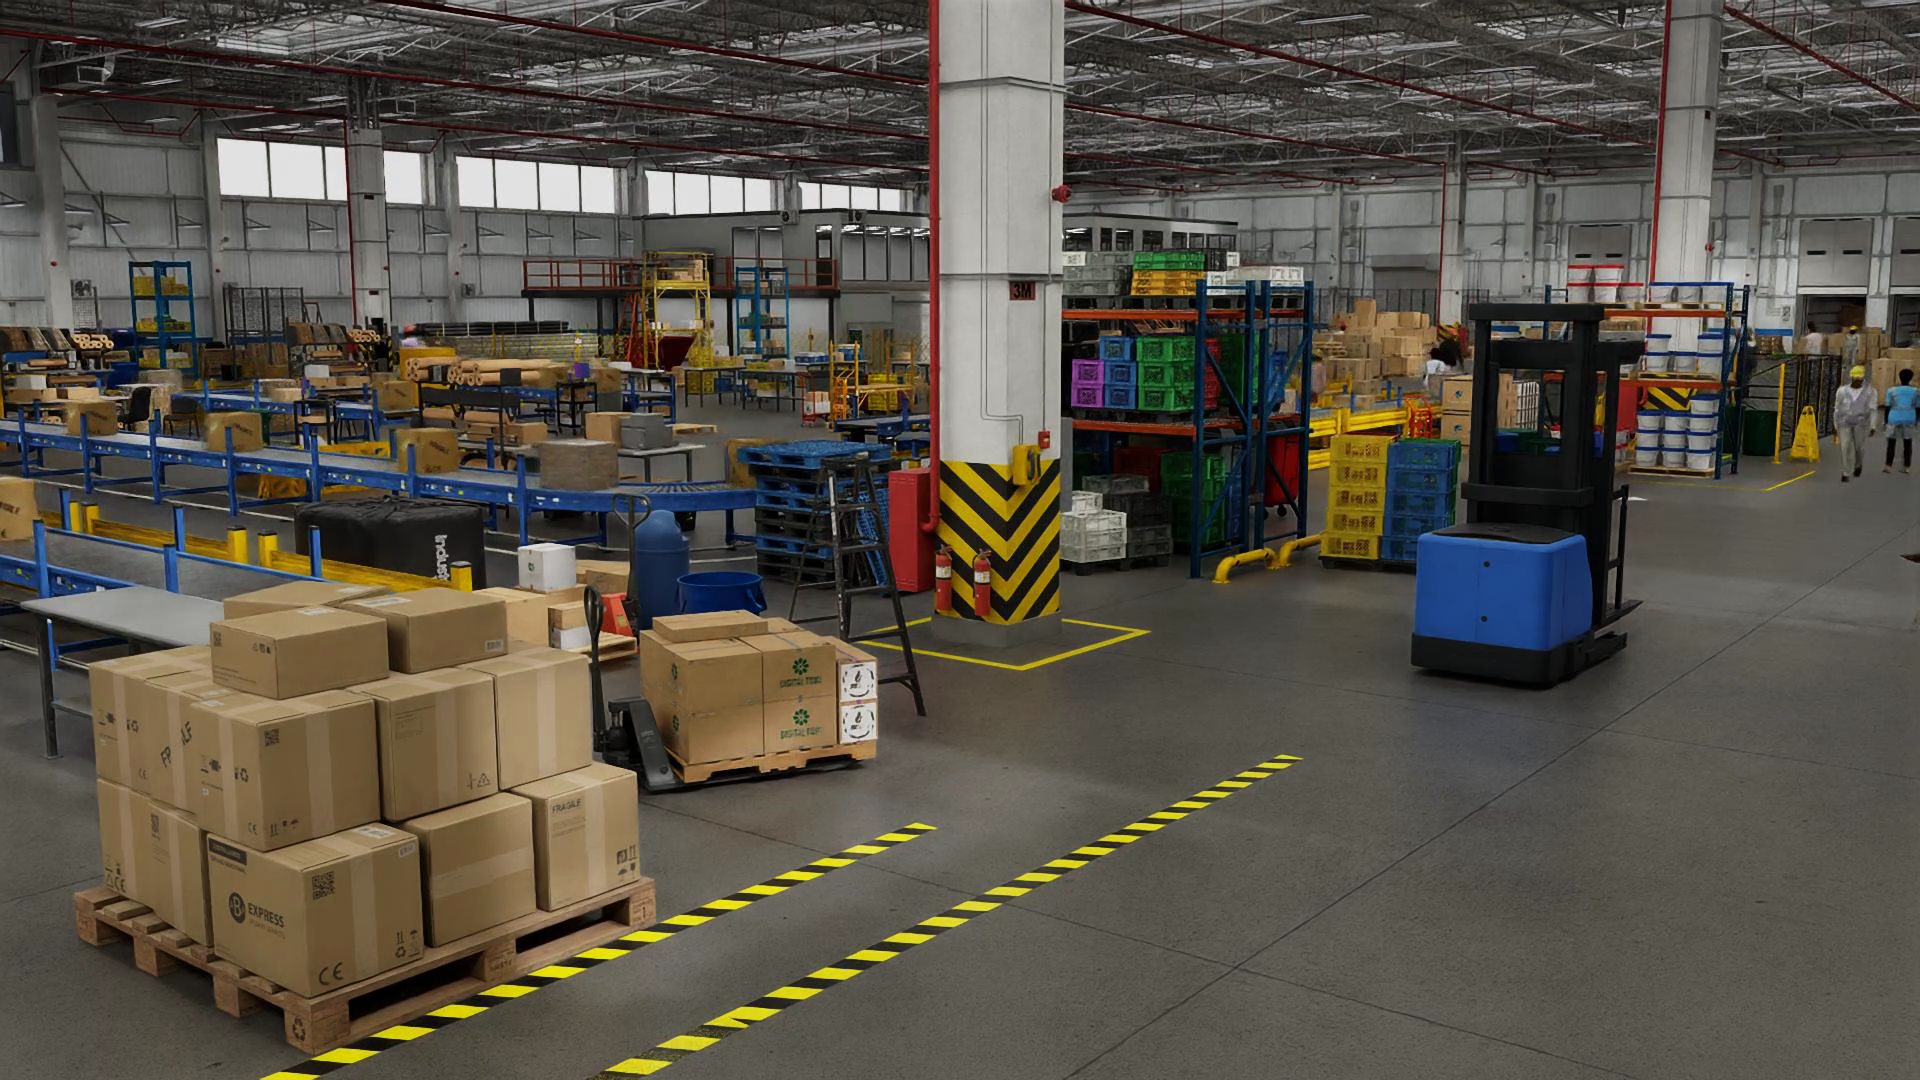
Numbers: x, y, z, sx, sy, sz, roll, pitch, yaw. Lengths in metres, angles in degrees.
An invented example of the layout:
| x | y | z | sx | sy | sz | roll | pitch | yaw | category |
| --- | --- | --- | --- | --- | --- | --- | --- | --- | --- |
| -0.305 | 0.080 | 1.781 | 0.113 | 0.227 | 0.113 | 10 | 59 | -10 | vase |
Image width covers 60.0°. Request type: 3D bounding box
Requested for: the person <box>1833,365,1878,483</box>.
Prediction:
| x | y | z | sx | sy | sz | roll | pitch | yaw | category |
| --- | --- | --- | --- | --- | --- | --- | --- | --- | --- |
| 13.761 | -1.795 | 25.593 | 0.596 | 1.813 | 0.598 | 5 | 10 | 31 | person |

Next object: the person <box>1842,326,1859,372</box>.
| x | y | z | sx | sy | sz | roll | pitch | yaw | category |
| --- | --- | --- | --- | --- | --- | --- | --- | --- | --- |
| 32.610 | -6.985 | 60.877 | 0.739 | 1.704 | 0.507 | -8 | 12 | -44 | person |

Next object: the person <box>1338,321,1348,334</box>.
| x | y | z | sx | sy | sz | roll | pitch | yaw | category |
| --- | --- | --- | --- | --- | --- | --- | --- | --- | --- |
| 13.712 | -6.940 | 59.956 | 0.948 | 1.905 | 0.549 | 2 | 9 | 11 | person |

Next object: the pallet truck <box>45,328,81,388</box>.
| x | y | z | sx | sy | sz | roll | pitch | yaw | category |
| --- | --- | --- | --- | --- | --- | --- | --- | --- | --- |
| -23.775 | -4.544 | 43.495 | 1.885 | 1.965 | 0.823 | 6 | 10 | 35 | pallet truck |

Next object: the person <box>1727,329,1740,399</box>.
| x | y | z | sx | sy | sz | roll | pitch | yaw | category |
| --- | --- | --- | --- | --- | --- | --- | --- | --- | --- |
| 21.281 | -4.815 | 45.522 | 0.552 | 1.937 | 0.356 | -4 | 9 | -27 | person |

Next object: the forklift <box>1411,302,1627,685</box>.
| x | y | z | sx | sy | sz | roll | pitch | yaw | category |
| --- | --- | --- | --- | --- | --- | --- | --- | --- | --- |
| 4.379 | -0.438 | 12.852 | 1.129 | 2.768 | 1.873 | 7 | 11 | 37 | forklift |

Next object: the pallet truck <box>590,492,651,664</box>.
| x | y | z | sx | sy | sz | roll | pitch | yaw | category |
| --- | --- | --- | --- | --- | --- | --- | --- | --- | --- |
| -3.115 | 0.344 | 12.883 | 0.653 | 1.274 | 1.630 | 7 | 11 | 37 | pallet truck |

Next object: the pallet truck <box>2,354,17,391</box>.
| x | y | z | sx | sy | sz | roll | pitch | yaw | category |
| --- | --- | --- | --- | --- | --- | --- | --- | --- | --- |
| -24.881 | -4.417 | 42.634 | 1.885 | 1.965 | 0.823 | 8 | 11 | 41 | pallet truck |

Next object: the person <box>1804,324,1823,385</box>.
| x | y | z | sx | sy | sz | roll | pitch | yaw | category |
| --- | --- | --- | --- | --- | --- | --- | --- | --- | --- |
| 26.990 | -5.869 | 52.653 | 0.644 | 1.924 | 0.461 | -3 | 9 | -18 | person |

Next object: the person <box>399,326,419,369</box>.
| x | y | z | sx | sy | sz | roll | pitch | yaw | category |
| --- | --- | --- | --- | --- | --- | --- | --- | --- | --- |
| -15.380 | -4.988 | 46.522 | 1.038 | 1.996 | 0.626 | 3 | 9 | 19 | person |

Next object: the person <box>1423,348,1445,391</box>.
| x | y | z | sx | sy | sz | roll | pitch | yaw | category |
| --- | --- | --- | --- | --- | --- | --- | --- | --- | --- |
| 10.727 | -3.501 | 37.586 | 0.550 | 1.650 | 0.855 | 7 | 11 | 41 | person |

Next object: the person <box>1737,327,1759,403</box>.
| x | y | z | sx | sy | sz | roll | pitch | yaw | category |
| --- | --- | --- | --- | --- | --- | --- | --- | --- | --- |
| 20.801 | -4.598 | 43.708 | 0.704 | 2.000 | 0.804 | -4 | 9 | -27 | person |

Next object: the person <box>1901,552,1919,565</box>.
| x | y | z | sx | sy | sz | roll | pitch | yaw | category |
| --- | --- | --- | --- | --- | --- | --- | --- | --- | --- |
| 10.541 | -0.494 | 17.577 | 0.871 | 1.587 | 0.503 | 6 | 10 | 36 | person |

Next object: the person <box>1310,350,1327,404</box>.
| x | y | z | sx | sy | sz | roll | pitch | yaw | category |
| --- | --- | --- | --- | --- | --- | --- | --- | --- | --- |
| 7.405 | -3.063 | 34.376 | 0.552 | 1.725 | 0.853 | 8 | 12 | 44 | person |

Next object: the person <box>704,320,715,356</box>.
| x | y | z | sx | sy | sz | roll | pitch | yaw | category |
| --- | --- | --- | --- | --- | --- | --- | --- | --- | --- |
| -9.831 | -7.654 | 64.925 | 0.737 | 1.863 | 0.599 | 2 | 9 | 10 | person |

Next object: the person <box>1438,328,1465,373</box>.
| x | y | z | sx | sy | sz | roll | pitch | yaw | category |
| --- | --- | --- | --- | --- | --- | --- | --- | --- | --- |
| 13.259 | -4.712 | 44.739 | 0.636 | 1.949 | 0.945 | -3 | 9 | -22 | person |

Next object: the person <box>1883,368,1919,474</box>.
| x | y | z | sx | sy | sz | roll | pitch | yaw | category |
| --- | --- | --- | --- | --- | --- | --- | --- | --- | --- |
| 15.122 | -1.903 | 26.702 | 0.538 | 1.696 | 0.318 | 3 | 9 | 20 | person |

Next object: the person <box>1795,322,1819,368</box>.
| x | y | z | sx | sy | sz | roll | pitch | yaw | category |
| --- | --- | --- | --- | --- | --- | --- | --- | --- | --- |
| 32.994 | -7.543 | 64.418 | 0.956 | 1.801 | 0.621 | 2 | 9 | 13 | person |

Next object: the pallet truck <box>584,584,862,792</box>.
| x | y | z | sx | sy | sz | roll | pitch | yaw | category |
| --- | --- | --- | --- | --- | --- | --- | --- | --- | --- |
| -1.426 | 0.805 | 10.019 | 1.601 | 1.201 | 0.680 | -4 | 9 | -26 | pallet truck |
